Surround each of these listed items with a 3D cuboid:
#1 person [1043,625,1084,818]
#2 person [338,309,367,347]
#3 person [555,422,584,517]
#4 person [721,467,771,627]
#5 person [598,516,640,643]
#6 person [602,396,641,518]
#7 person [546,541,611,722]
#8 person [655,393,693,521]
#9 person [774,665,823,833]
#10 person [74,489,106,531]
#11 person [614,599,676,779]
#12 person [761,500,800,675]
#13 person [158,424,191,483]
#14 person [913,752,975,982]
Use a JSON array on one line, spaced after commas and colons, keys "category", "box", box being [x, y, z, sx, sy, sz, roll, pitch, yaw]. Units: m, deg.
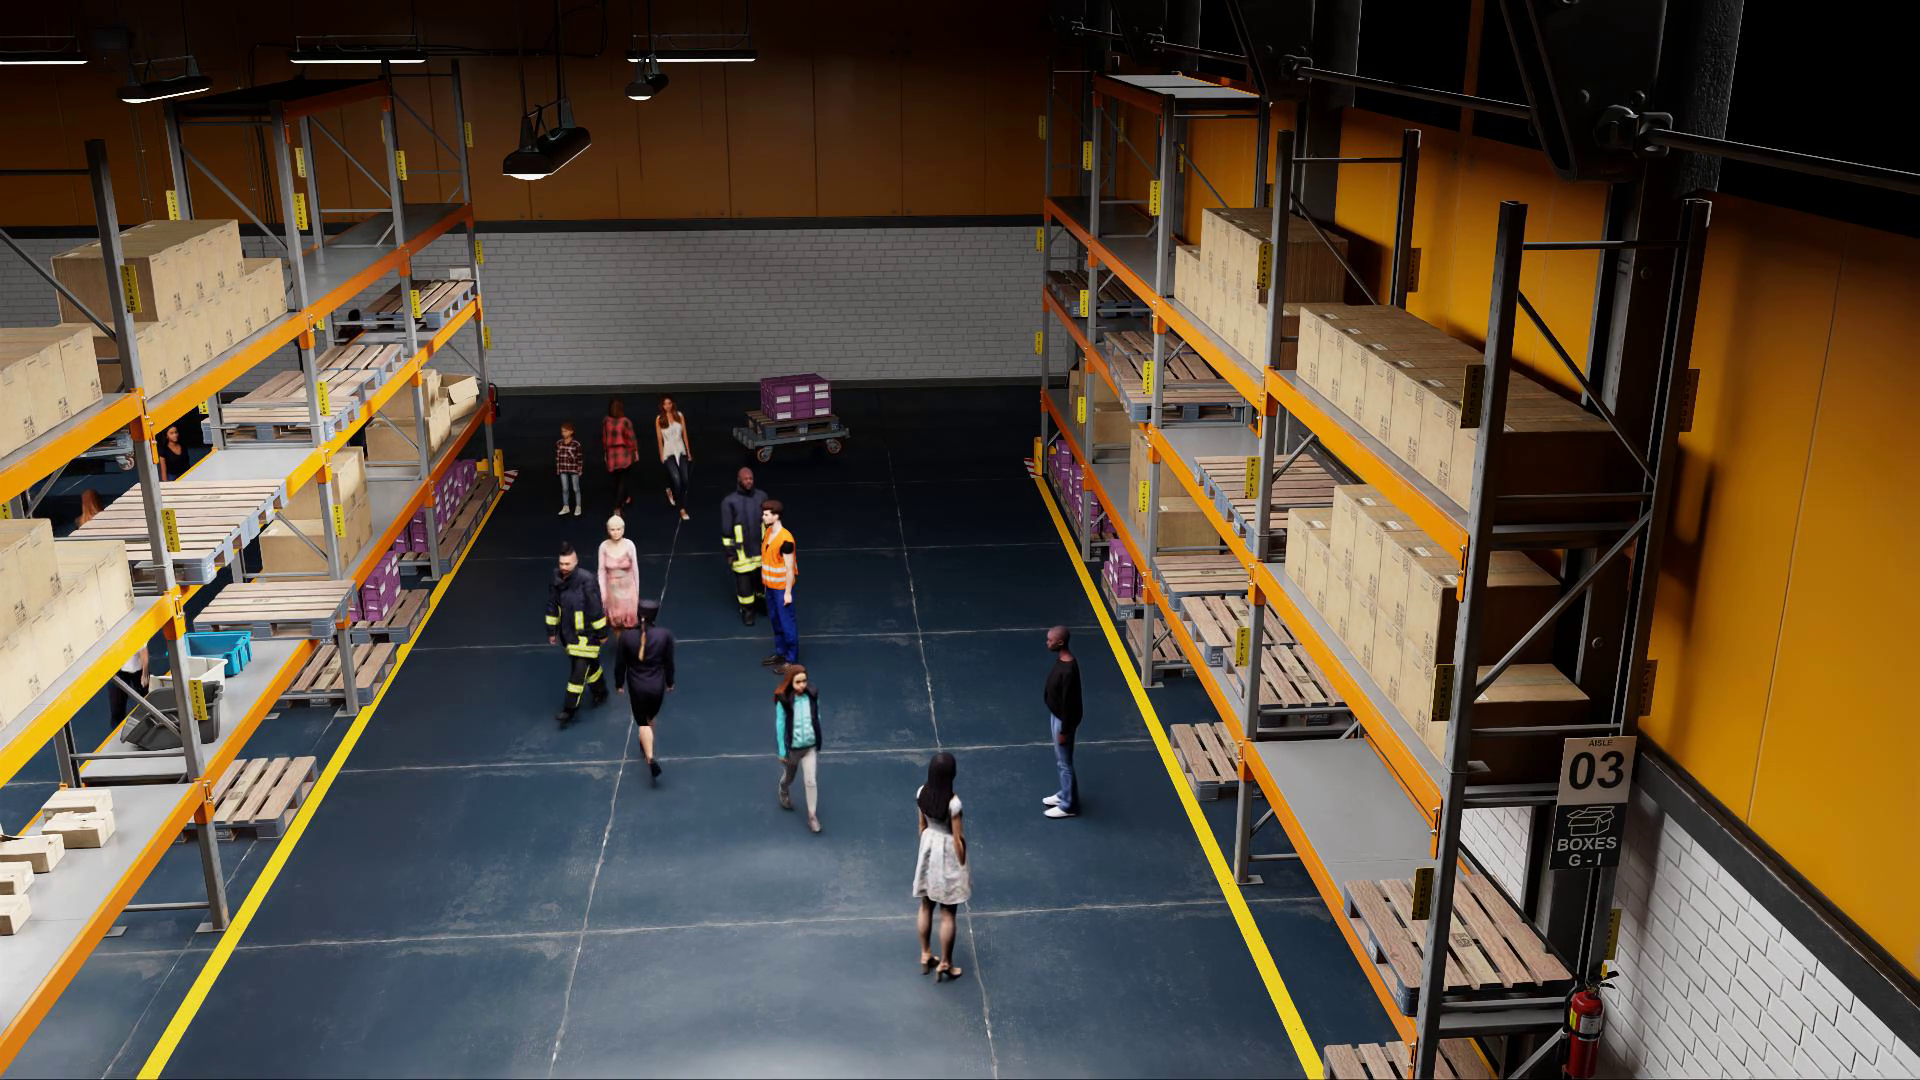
[{"category": "person", "box": [0.925, 1.569, 14.547, 0.661, 1.744, 0.486, -2, 19, -7]}, {"category": "person", "box": [-10.020, -2.929, 27.744, 0.825, 1.845, 0.765, 3, 19, 10]}, {"category": "person", "box": [-5.359, -0.991, 22.833, 0.581, 1.305, 0.590, 3, 19, 10]}, {"category": "person", "box": [-2.441, 0.030, 19.002, 0.850, 1.816, 0.859, -7, 20, -20]}, {"category": "person", "box": [-3.647, 0.529, 17.761, 0.663, 1.663, 0.982, -4, 19, -11]}, {"category": "person", "box": [-4.655, -1.091, 22.552, 0.863, 1.674, 1.072, 6, 19, 17]}, {"category": "person", "box": [-3.726, 0.845, 16.564, 1.127, 1.828, 1.242, 10, 21, 26]}, {"category": "person", "box": [-3.921, -1.158, 22.619, 0.880, 1.759, 1.025, -13, 23, -34]}, {"category": "person", "box": [-1.426, 1.755, 14.421, 0.789, 1.471, 1.027, -9, 20, -24]}, {"category": "person", "box": [-9.531, 0.268, 18.459, 0.621, 1.712, 0.541, 0, 19, 0]}, {"category": "person", "box": [-2.867, 1.394, 15.240, 0.895, 1.632, 1.172, -7, 20, -20]}, {"category": "person", "box": [-1.899, 0.474, 17.582, 0.853, 1.880, 0.734, -11, 22, -30]}, {"category": "person", "box": [-9.934, -0.644, 21.125, 0.715, 1.739, 0.634, 11, 22, 30]}, {"category": "person", "box": [-0.137, 2.371, 12.123, 0.777, 1.771, 0.835, 15, 24, 37]}]
